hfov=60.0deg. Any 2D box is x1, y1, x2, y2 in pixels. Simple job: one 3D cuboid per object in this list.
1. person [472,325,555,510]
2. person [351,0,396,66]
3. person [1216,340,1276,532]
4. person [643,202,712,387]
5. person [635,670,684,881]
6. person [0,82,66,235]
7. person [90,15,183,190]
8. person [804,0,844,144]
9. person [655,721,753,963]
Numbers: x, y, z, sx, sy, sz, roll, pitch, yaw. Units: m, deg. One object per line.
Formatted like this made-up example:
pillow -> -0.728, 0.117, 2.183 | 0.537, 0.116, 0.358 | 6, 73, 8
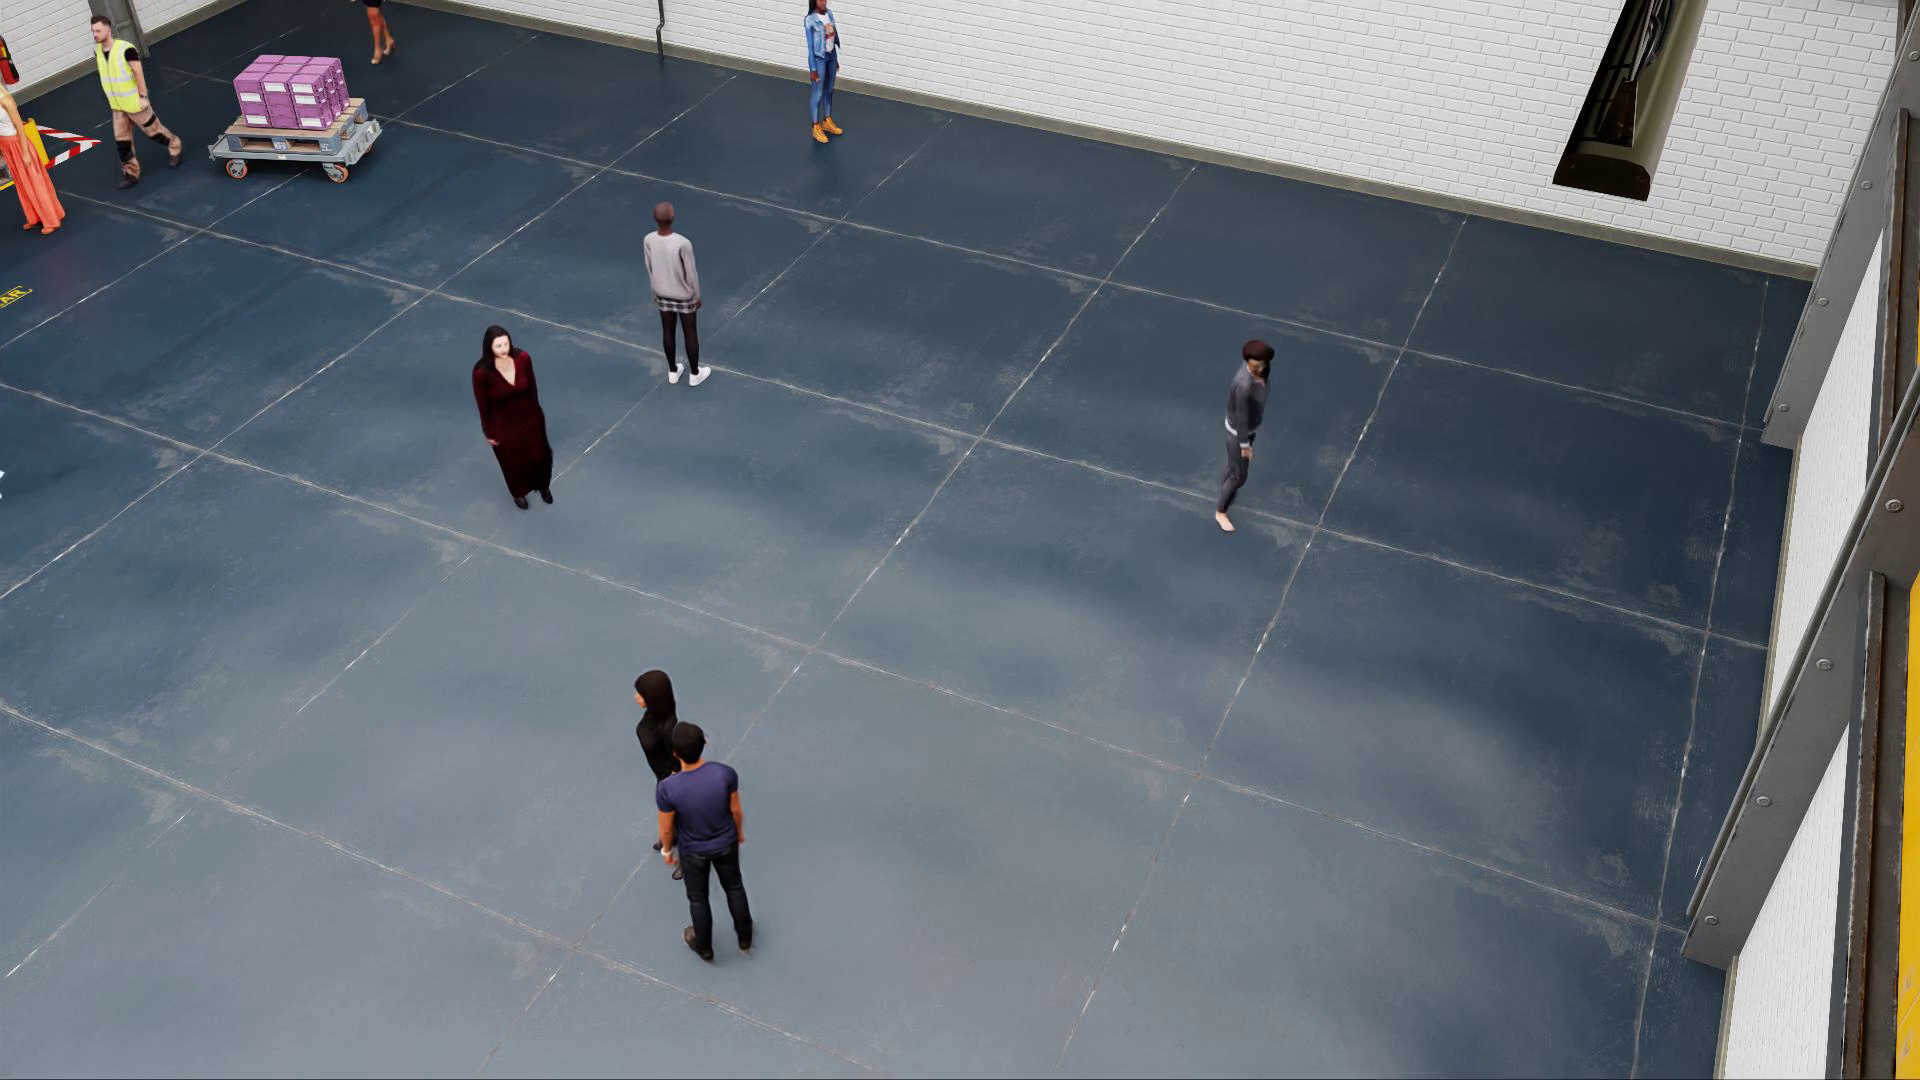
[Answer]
person -> -3.594, -0.991, 13.201 | 0.842, 1.745, 0.903 | -22, 44, -25
person -> -7.214, -6.745, 20.506 | 0.602, 1.620, 0.778 | 21, 43, 25
person -> 2.210, -0.914, 13.105 | 0.870, 1.745, 0.510 | 4, 39, 5
person -> -2.517, -2.165, 14.651 | 0.643, 1.771, 0.575 | 11, 40, 13
person -> -1.778, 1.417, 10.269 | 0.686, 1.642, 0.650 | -18, 42, -21
person -> -9.586, -3.976, 16.895 | 0.617, 1.801, 0.558 | 16, 41, 20
person -> -8.878, -4.757, 17.862 | 0.904, 1.813, 1.247 | 6, 39, 7
person -> -1.553, -5.363, 18.702 | 0.698, 1.713, 0.509 | 24, 44, 27
person -> -1.474, 1.776, 9.706 | 0.732, 1.784, 0.799 | -14, 41, -17
